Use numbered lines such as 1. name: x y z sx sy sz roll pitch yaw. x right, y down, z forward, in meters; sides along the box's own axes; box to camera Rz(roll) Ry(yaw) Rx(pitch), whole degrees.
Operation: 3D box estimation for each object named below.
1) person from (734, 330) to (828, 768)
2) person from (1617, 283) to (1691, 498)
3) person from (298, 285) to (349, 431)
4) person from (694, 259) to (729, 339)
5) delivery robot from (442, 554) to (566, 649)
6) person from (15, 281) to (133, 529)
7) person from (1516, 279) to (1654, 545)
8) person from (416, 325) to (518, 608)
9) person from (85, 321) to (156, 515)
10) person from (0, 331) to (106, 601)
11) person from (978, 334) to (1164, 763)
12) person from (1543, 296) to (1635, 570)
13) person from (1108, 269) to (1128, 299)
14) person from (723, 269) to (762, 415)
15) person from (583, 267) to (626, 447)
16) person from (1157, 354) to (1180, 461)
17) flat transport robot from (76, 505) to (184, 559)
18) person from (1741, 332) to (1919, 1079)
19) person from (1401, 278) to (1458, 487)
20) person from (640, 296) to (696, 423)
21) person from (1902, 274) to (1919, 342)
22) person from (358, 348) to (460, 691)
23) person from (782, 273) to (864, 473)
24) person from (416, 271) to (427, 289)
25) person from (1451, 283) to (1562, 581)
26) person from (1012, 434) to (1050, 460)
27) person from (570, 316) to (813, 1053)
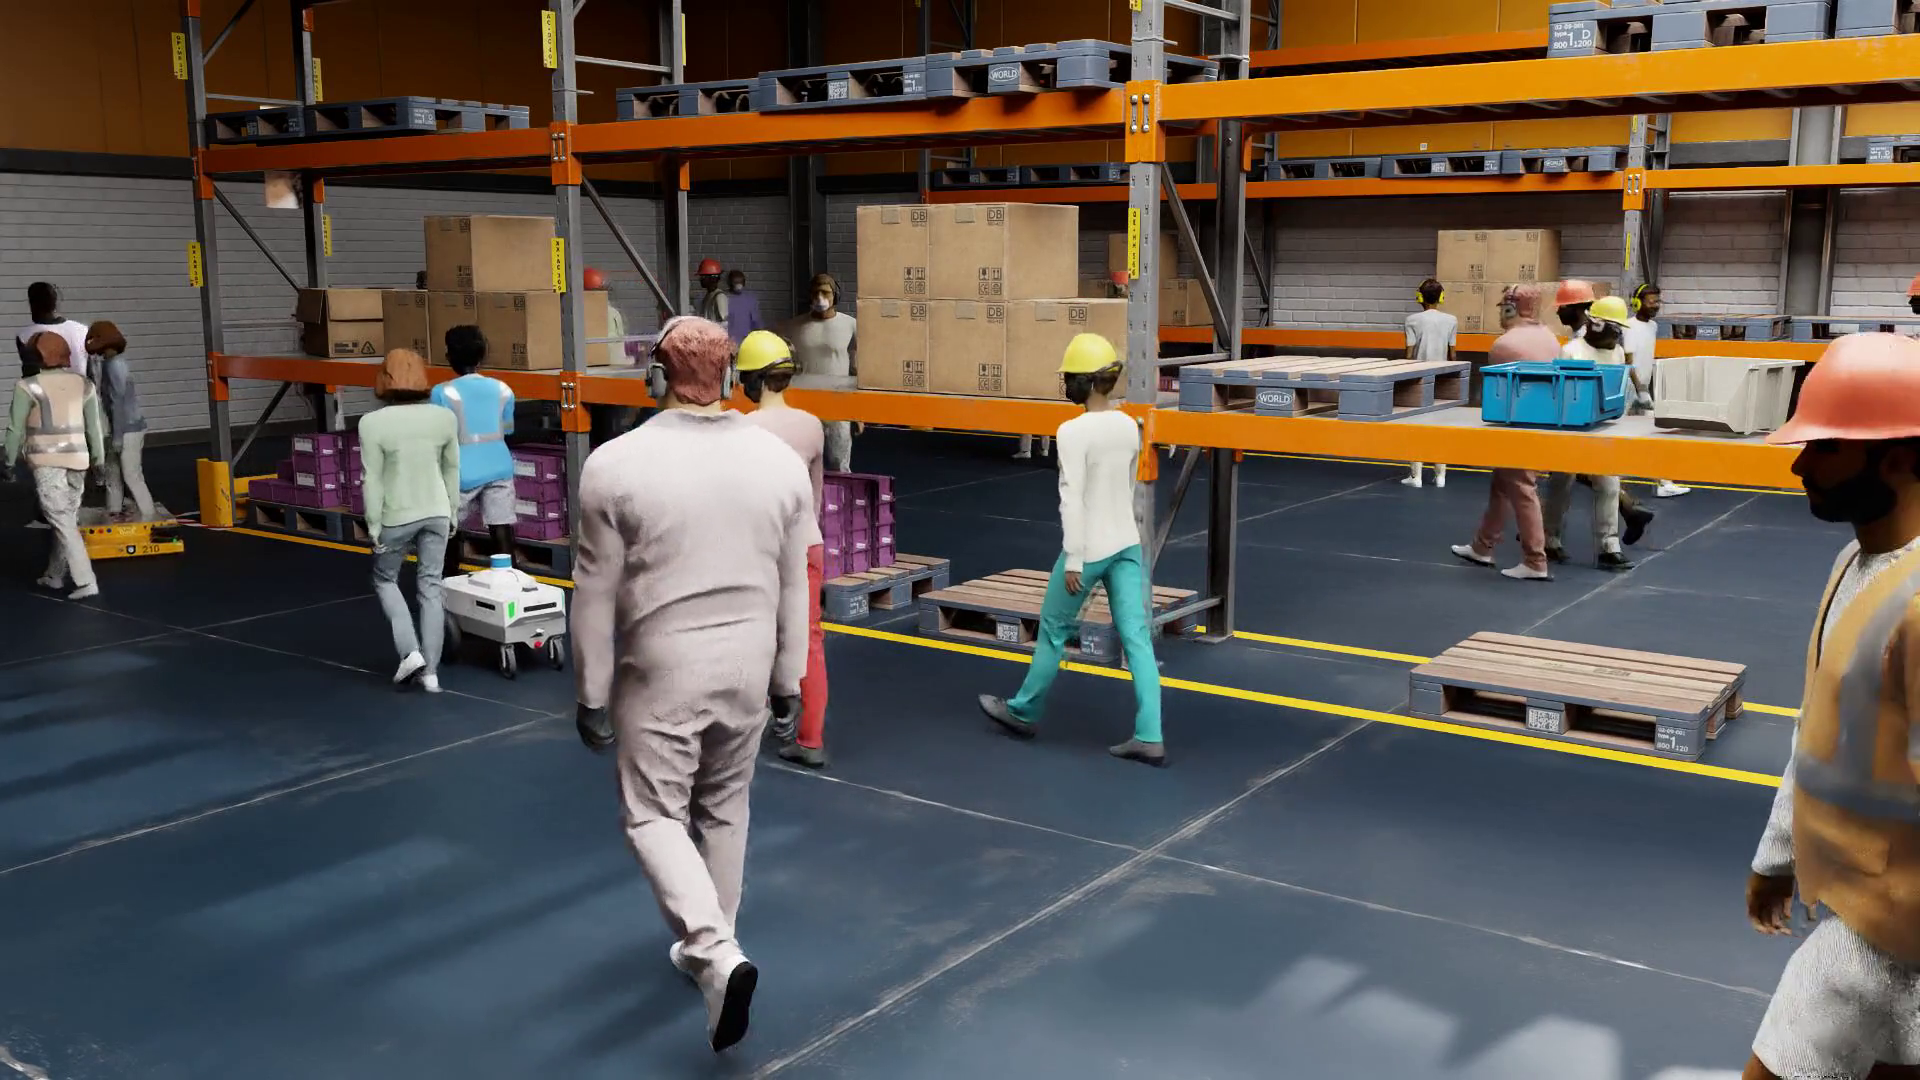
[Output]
1. person: -0.819 0.029 6.735 0.784 1.733 0.553 9 13 44
2. person: 5.814 -1.248 14.110 0.514 1.822 0.928 -5 11 -27
3. person: -5.418 -1.236 14.051 0.543 1.831 0.639 -4 10 -25
4. person: -2.863 -2.214 19.216 0.377 2.044 0.608 -5 11 -26
5. delivery robot: -2.282 0.314 8.306 0.707 0.478 0.477 9 13 44
6. person: -6.649 -0.982 12.432 0.885 1.888 0.626 5 11 27
7. person: 4.444 -0.879 11.707 0.843 1.908 0.545 3 10 18
8. person: -2.739 -0.353 9.228 0.829 1.658 0.551 9 13 42
9. person: -5.997 -0.742 11.755 0.509 1.606 0.530 -5 11 -28
10. person: -5.417 -0.442 9.954 0.760 1.605 0.520 5 11 26
11. person: 0.497 0.025 6.807 0.906 1.716 0.548 9 13 42
12. person: 4.153 -0.684 10.866 0.642 1.782 0.821 -4 10 -21
13. person: 1.442 -1.550 15.534 0.639 1.956 0.763 -7 12 -36
14. person: -2.807 -2.456 21.030 0.645 1.925 0.436 -6 11 -33
15. person: -2.954 -1.248 13.676 0.455 1.966 0.638 1 10 9
16. person: 1.852 -1.482 16.102 0.496 1.613 0.530 3 10 15
17. flat transport robot: -5.942 -0.079 11.768 0.652 0.197 1.431 -6 11 -31
18. person: 1.480 0.598 2.914 0.912 1.895 0.573 3 10 17
19. person: 4.186 -1.399 14.904 0.534 1.861 0.309 -1 10 -6
20. person: -2.223 -0.968 12.583 1.006 1.789 0.554 4 10 22
21. person: 7.574 -1.129 13.097 0.403 1.922 0.548 6 11 32
22. person: -2.582 -0.090 7.819 0.510 1.618 0.358 -8 12 -39
23. person: -0.960 -0.907 11.745 0.628 1.940 0.373 1 10 7
24. person: -6.325 -2.255 19.870 0.403 1.906 0.651 -2 10 -13
25. person: 3.483 -0.703 10.728 0.679 1.869 0.917 -8 13 -41
26. person: 0.730 -1.639 16.994 0.514 1.639 0.311 -6 11 -32
27. person: -0.670 0.364 4.348 0.647 1.889 0.762 -6 11 -33
